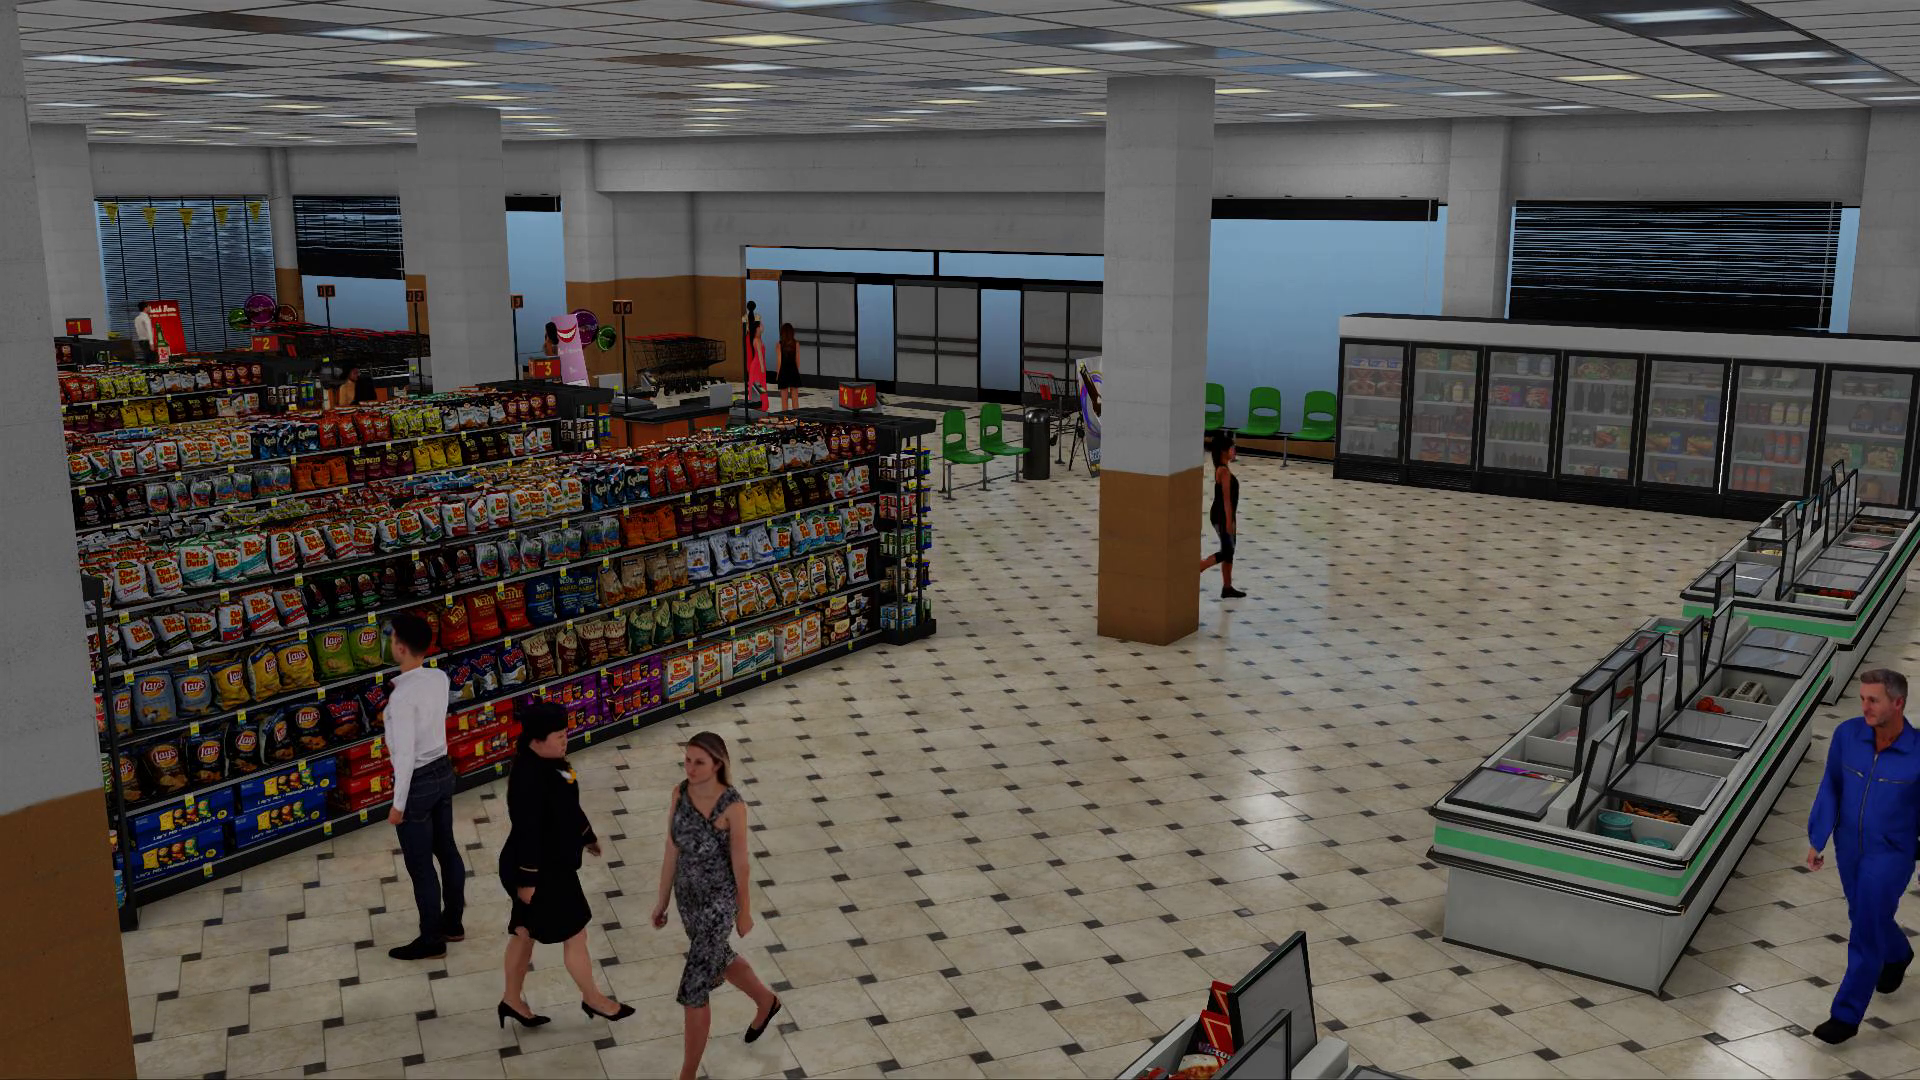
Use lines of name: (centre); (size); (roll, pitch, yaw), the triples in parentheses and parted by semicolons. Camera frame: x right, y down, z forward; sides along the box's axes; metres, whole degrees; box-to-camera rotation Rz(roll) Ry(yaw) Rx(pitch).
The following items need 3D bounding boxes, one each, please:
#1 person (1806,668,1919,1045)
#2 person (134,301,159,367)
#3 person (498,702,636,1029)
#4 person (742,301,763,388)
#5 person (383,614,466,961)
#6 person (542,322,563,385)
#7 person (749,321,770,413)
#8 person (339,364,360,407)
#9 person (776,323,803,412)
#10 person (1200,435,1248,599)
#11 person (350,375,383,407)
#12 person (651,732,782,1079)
person: (4.493, 1.502, 8.089); (1.336, 1.776, 1.038); (-8, 14, -32)
person: (-16.706, -3.985, 34.079); (0.725, 1.806, 0.639); (10, 16, 40)
person: (-2.093, 1.592, 7.986); (1.031, 1.644, 0.983); (-1, 12, -6)
person: (-4.307, -4.075, 34.540); (0.645, 1.792, 0.747); (-5, 13, -21)
person: (-2.844, 1.299, 8.832); (0.757, 1.869, 0.638); (3, 12, 14)
person: (-7.539, -3.216, 30.813); (0.783, 1.645, 0.635); (2, 12, 8)
person: (-3.651, -3.102, 30.075); (0.746, 1.727, 0.713); (-4, 13, -19)
person: (-8.575, -1.645, 23.350); (0.728, 1.646, 0.662); (3, 12, 14)
person: (-2.908, -2.763, 28.203); (0.628, 1.835, 0.725); (-5, 13, -21)
person: (2.556, -0.213, 16.547); (0.900, 1.648, 0.909); (1, 12, 4)
person: (-7.635, -1.291, 21.495); (0.744, 1.719, 0.807); (-3, 12, -13)
person: (-1.081, 1.666, 7.591); (0.606, 1.662, 1.138); (9, 15, 37)
